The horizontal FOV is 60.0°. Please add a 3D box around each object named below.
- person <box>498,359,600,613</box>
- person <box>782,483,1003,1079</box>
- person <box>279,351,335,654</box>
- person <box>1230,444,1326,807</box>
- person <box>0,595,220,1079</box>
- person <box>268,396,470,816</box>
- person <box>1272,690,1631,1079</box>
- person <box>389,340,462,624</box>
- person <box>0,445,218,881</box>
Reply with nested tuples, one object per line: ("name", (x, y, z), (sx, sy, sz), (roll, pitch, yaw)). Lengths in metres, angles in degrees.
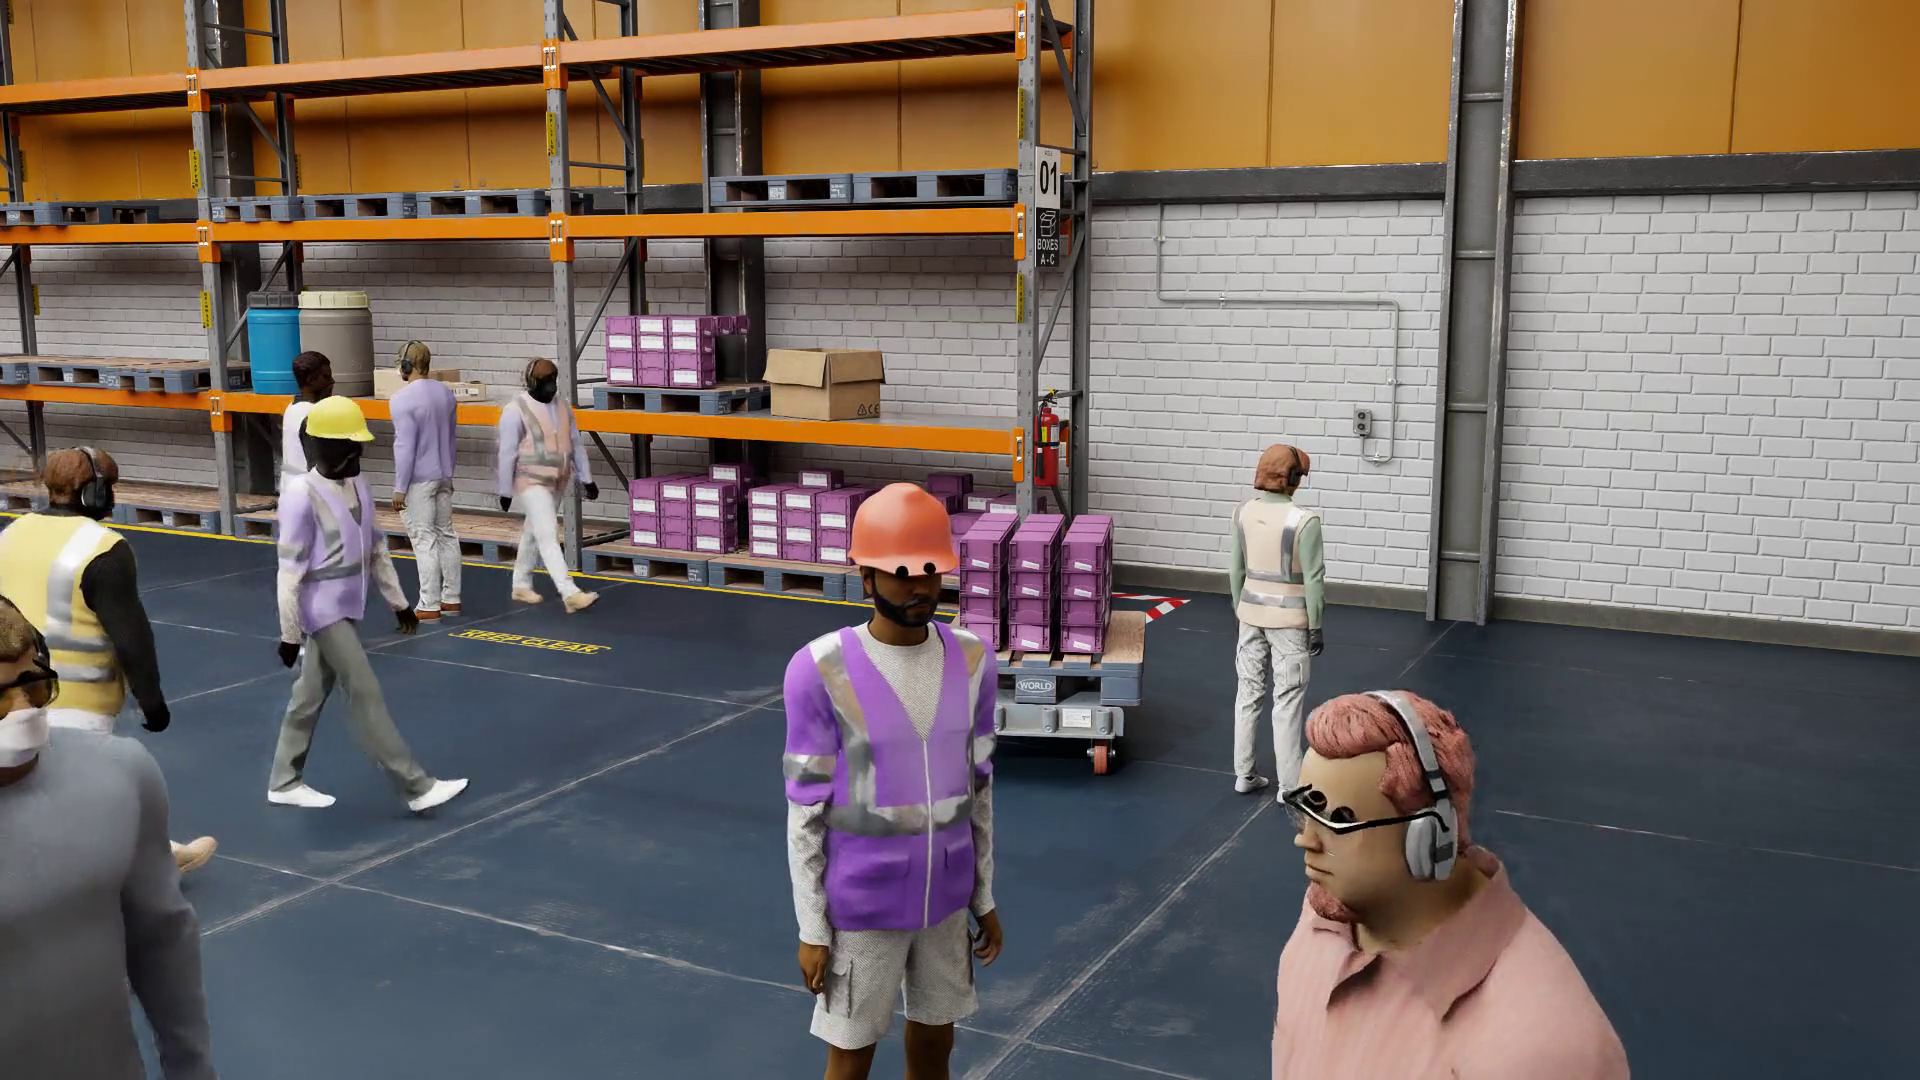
("person", (-2.932, -0.390, 11.838), (0.952, 1.791, 0.630), (4, 10, 26))
("person", (-0.133, 0.828, 3.858), (0.543, 1.939, 0.356), (-5, 11, -30))
("person", (-3.996, -0.206, 10.295), (0.384, 1.918, 0.596), (-6, 11, -32))
("person", (1.430, 0.383, 7.524), (0.309, 1.640, 0.512), (-8, 12, -40))
("person", (-1.674, 1.005, 2.891), (0.918, 1.909, 0.638), (4, 10, 24))
("person", (-2.665, 0.304, 7.317), (1.016, 1.865, 0.594), (1, 9, 3))
("person", (0.574, 1.124, 2.265), (0.820, 1.871, 0.637), (-4, 10, -21))
("person", (-3.662, -0.393, 11.385), (0.356, 1.938, 0.633), (3, 10, 18))
("person", (-3.193, 0.554, 6.039), (0.643, 1.784, 1.007), (5, 11, 29))
